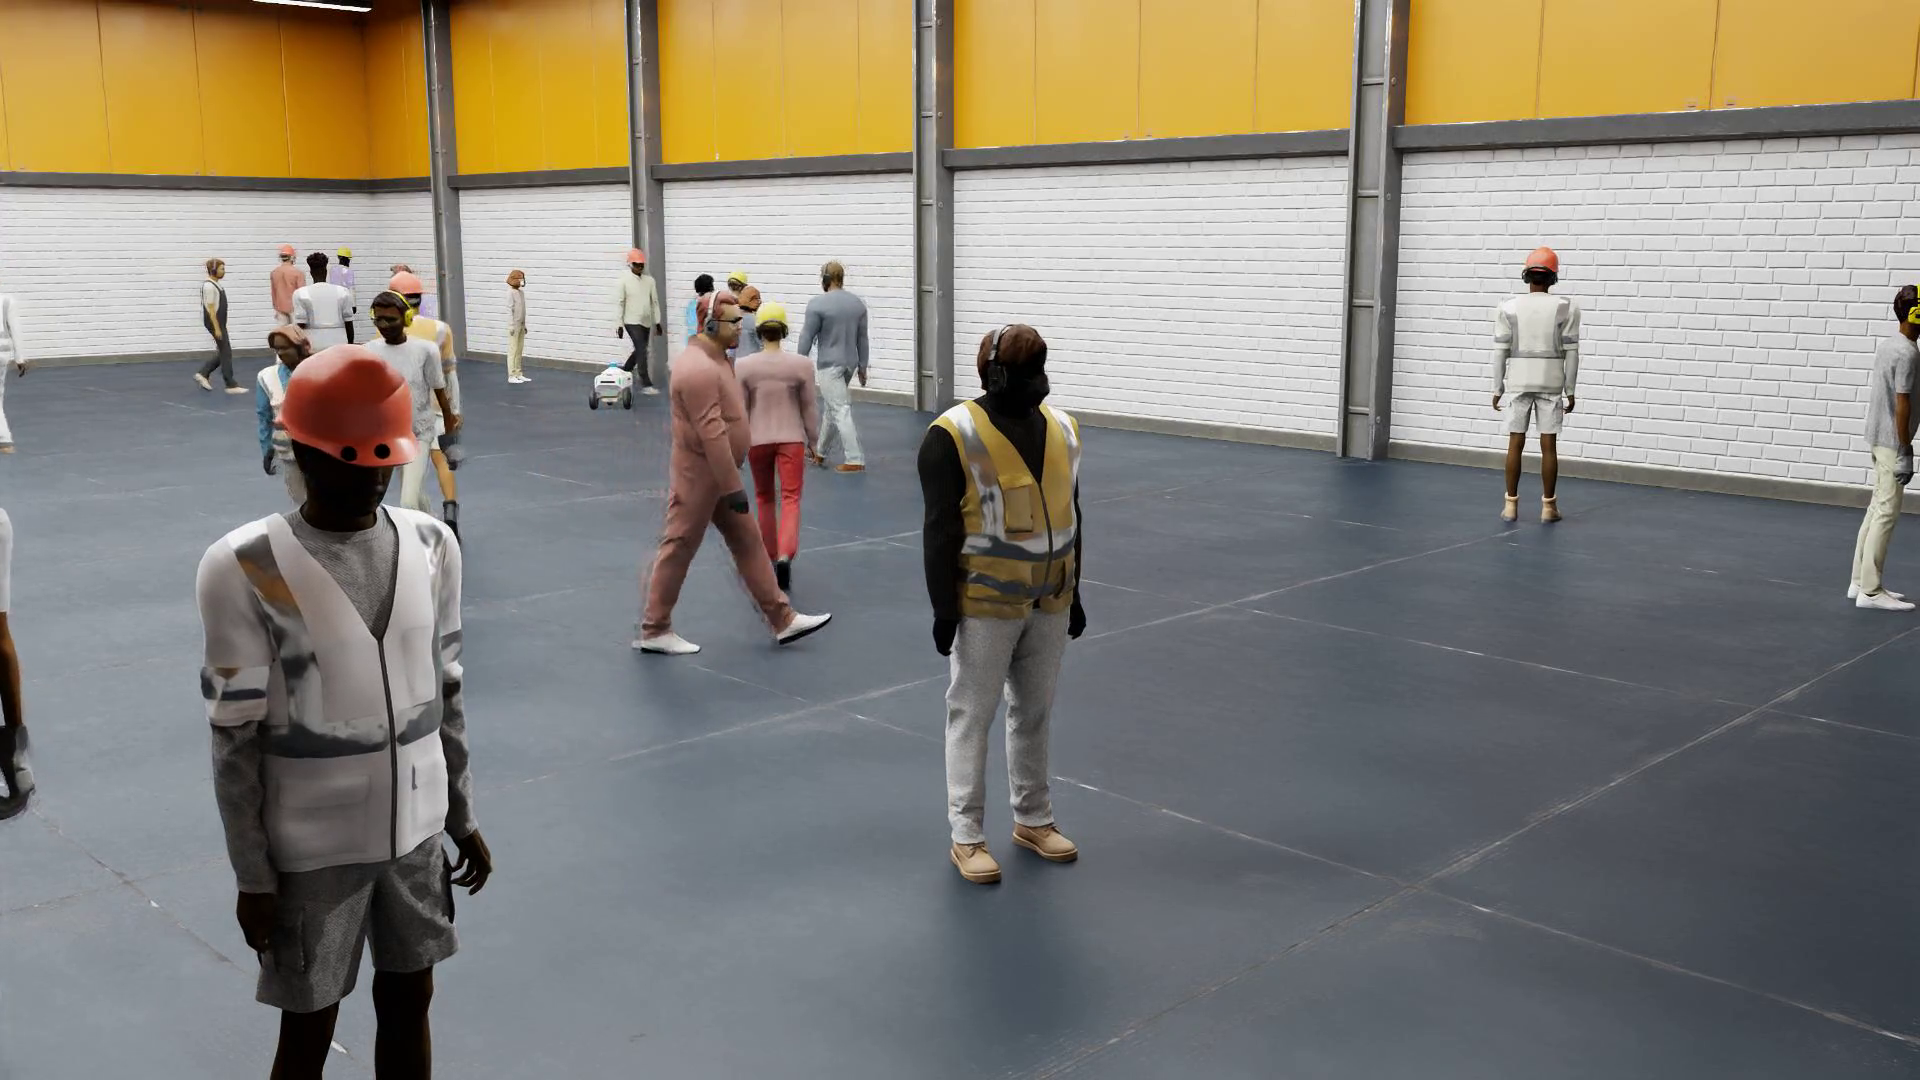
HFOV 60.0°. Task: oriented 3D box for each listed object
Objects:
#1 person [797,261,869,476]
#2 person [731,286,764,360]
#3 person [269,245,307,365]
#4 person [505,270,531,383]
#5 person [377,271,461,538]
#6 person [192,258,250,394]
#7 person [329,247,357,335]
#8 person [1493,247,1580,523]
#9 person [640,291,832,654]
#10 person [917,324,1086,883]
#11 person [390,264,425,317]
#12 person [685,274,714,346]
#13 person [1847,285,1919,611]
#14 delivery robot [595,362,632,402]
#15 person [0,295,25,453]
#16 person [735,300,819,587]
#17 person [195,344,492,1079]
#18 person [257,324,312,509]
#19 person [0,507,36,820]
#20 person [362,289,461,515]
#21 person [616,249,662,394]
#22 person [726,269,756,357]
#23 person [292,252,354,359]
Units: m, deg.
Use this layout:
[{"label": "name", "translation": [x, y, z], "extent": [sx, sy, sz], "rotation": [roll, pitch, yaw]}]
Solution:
[{"label": "person", "translation": [-1.204, -1.546, 14.966], "extent": [0.983, 1.891, 0.633], "rotation": [9, 14, 40]}, {"label": "person", "translation": [-2.071, -1.690, 16.471], "extent": [0.501, 1.633, 0.279], "rotation": [9, 14, 41]}, {"label": "person", "translation": [-10.460, -3.588, 25.934], "extent": [0.673, 1.970, 0.523], "rotation": [2, 11, 12]}, {"label": "person", "translation": [-6.424, -3.097, 24.142], "extent": [0.268, 1.631, 0.507], "rotation": [2, 11, 9]}, {"label": "person", "translation": [-3.810, -0.958, 11.809], "extent": [0.559, 1.893, 0.993], "rotation": [-7, 12, -33]}, {"label": "person", "translation": [-10.004, -2.871, 22.377], "extent": [0.681, 1.831, 0.512], "rotation": [-2, 11, -13]}, {"label": "person", "translation": [-10.914, -4.225, 29.522], "extent": [0.585, 1.919, 0.388], "rotation": [6, 12, 30]}, {"label": "person", "translation": [4.279, -1.146, 12.386], "extent": [0.605, 2.045, 0.383], "rotation": [4, 11, 23]}, {"label": "person", "translation": [-1.185, -0.321, 8.411], "extent": [1.001, 1.848, 0.641], "rotation": [1, 10, 3]}, {"label": "person", "translation": [0.171, 0.205, 5.567], "extent": [0.633, 1.843, 0.429], "rotation": [-7, 13, -34]}, {"label": "person", "translation": [-5.894, -2.048, 17.898], "extent": [0.580, 1.824, 0.579], "rotation": [1, 10, 4]}, {"label": "person", "translation": [-3.003, -2.225, 19.272], "extent": [0.340, 1.680, 0.619], "rotation": [-8, 13, -36]}, {"label": "person", "translation": [5.355, -0.527, 9.520], "extent": [0.316, 1.862, 0.514], "rotation": [3, 11, 18]}, {"label": "delivery robot", "translation": [-4.293, -1.958, 20.619], "extent": [0.477, 0.478, 0.707], "rotation": [0, 10, 0]}, {"label": "person", "translation": [-9.683, -1.796, 16.496], "extent": [0.973, 1.829, 0.608], "rotation": [8, 13, 38]}, {"label": "person", "translation": [-1.141, -0.603, 10.242], "extent": [0.527, 1.736, 0.837], "rotation": [0, 10, -1]}, {"label": "person", "translation": [-1.179, 0.578, 3.300], "extent": [0.372, 1.928, 0.543], "rotation": [9, 13, 39]}, {"label": "person", "translation": [-4.026, -0.545, 10.313], "extent": [0.553, 1.603, 0.712], "rotation": [1, 10, 5]}, {"label": "person", "translation": [-2.518, 0.510, 3.976], "extent": [0.535, 1.829, 0.854], "rotation": [-6, 12, -30]}, {"label": "person", "translation": [-3.308, -0.566, 9.838], "extent": [0.546, 1.810, 0.925], "rotation": [2, 11, 13]}, {"label": "person", "translation": [-4.419, -2.972, 22.581], "extent": [0.964, 1.960, 0.614], "rotation": [9, 14, 40]}, {"label": "person", "translation": [-2.521, -2.167, 18.755], "extent": [0.588, 1.747, 0.372], "rotation": [1, 10, 6]}, {"label": "person", "translation": [-6.557, -1.983, 17.181], "extent": [0.602, 1.958, 0.381], "rotation": [-7, 12, -32]}]
